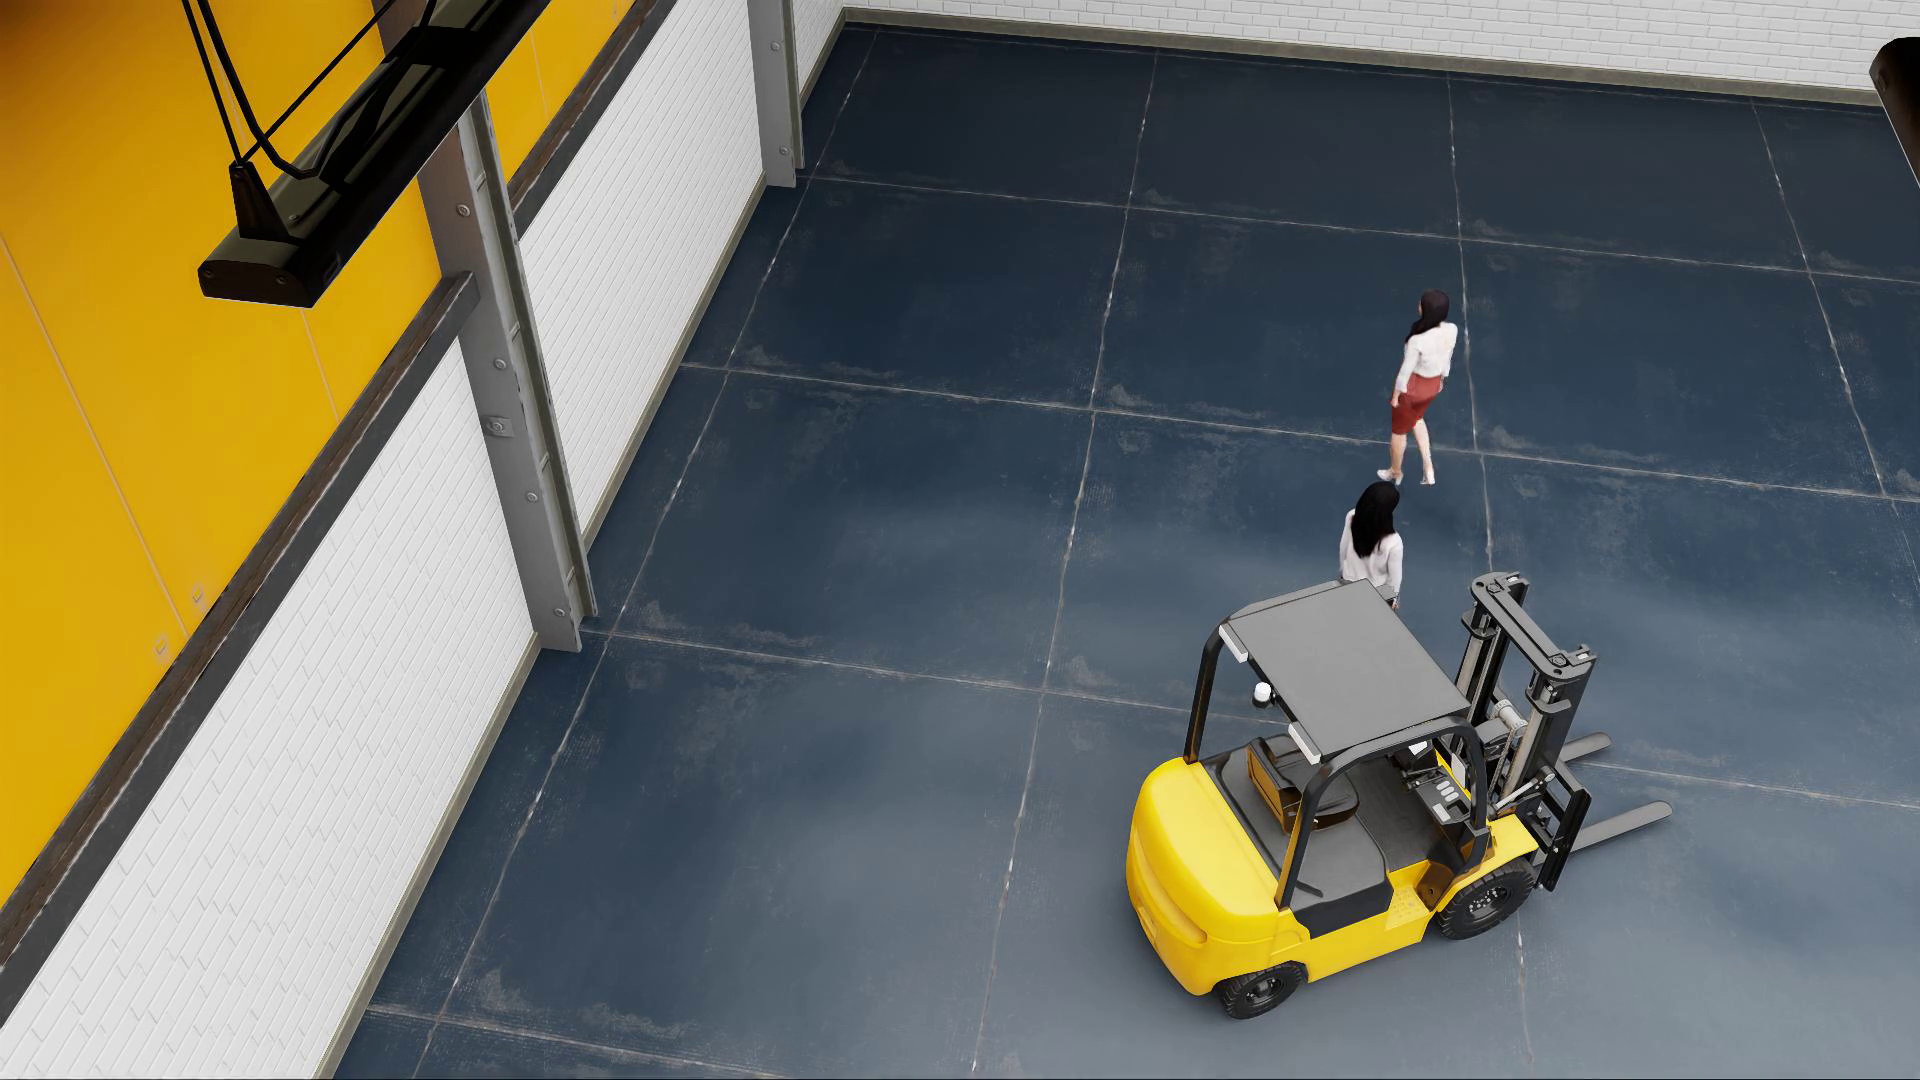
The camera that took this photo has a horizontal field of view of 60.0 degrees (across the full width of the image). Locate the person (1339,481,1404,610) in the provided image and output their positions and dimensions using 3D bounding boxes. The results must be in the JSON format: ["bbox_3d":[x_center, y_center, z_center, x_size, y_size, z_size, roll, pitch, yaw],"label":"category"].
[{"bbox_3d":[2.574,0.280,10.602,0.754,1.700,0.709,-30,51,-28],"label":"person"}]

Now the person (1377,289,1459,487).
[{"bbox_3d":[3.333,-1.009,11.928,0.804,1.738,0.867,-23,48,-22],"label":"person"}]
